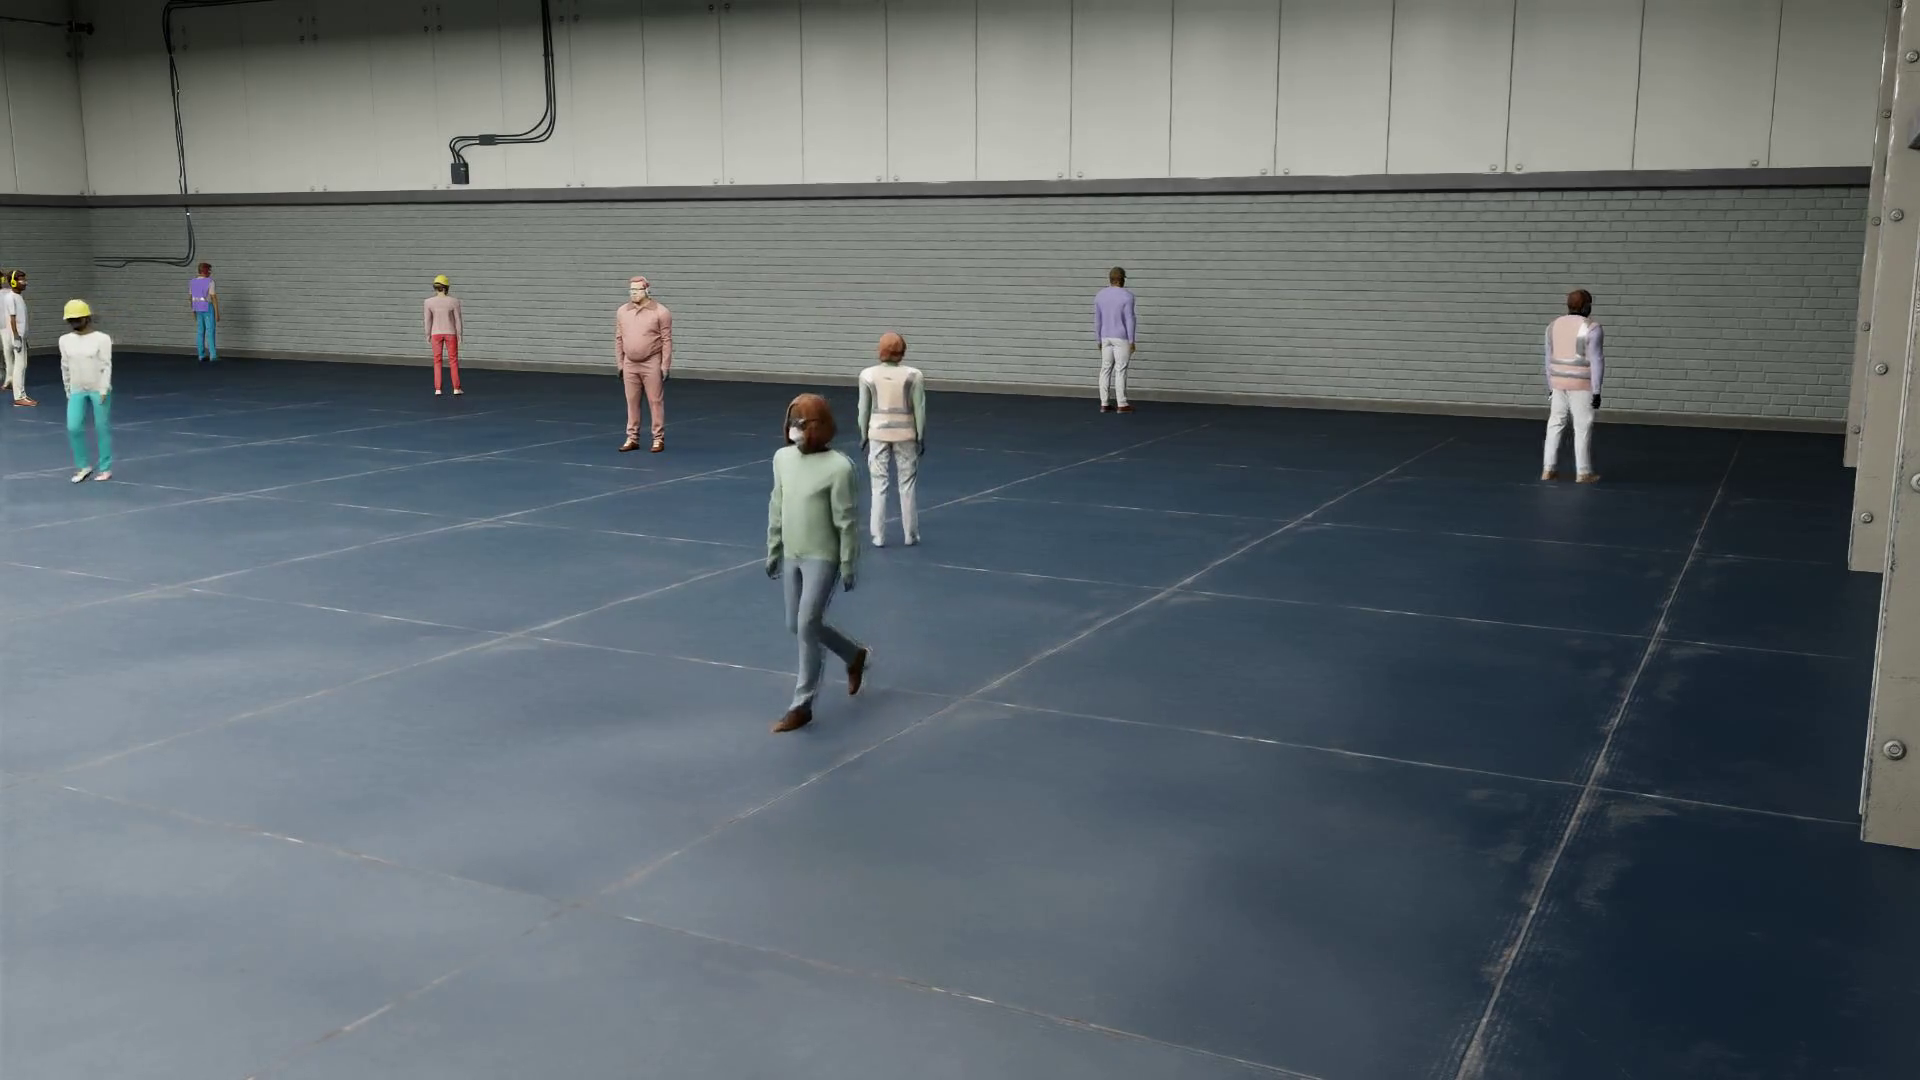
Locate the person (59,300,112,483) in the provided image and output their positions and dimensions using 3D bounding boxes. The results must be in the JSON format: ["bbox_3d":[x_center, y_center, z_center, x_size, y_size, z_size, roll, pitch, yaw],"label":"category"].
[{"bbox_3d":[-8.303,-1.404,15.826,0.523,1.744,0.539,-1,10,-4],"label":"person"}]

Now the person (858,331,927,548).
[{"bbox_3d":[-0.508,-0.754,12.559,0.521,1.637,0.311,1,10,5],"label":"person"}]

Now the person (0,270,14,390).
[{"bbox_3d":[-14.618,-3.199,25.294,0.570,1.852,0.545,-2,11,-10],"label":"person"}]

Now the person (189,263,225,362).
[{"bbox_3d":[-14.078,-4.240,31.018,0.570,1.835,0.397,4,11,18],"label":"person"}]

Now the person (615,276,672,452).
[{"bbox_3d":[-3.450,-1.902,18.078,0.643,1.910,0.399,3,11,15],"label":"person"}]

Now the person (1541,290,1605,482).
[{"bbox_3d":[5.880,-1.454,15.895,0.487,1.836,0.649,-7,12,-32],"label":"person"}]

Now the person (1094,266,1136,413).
[{"bbox_3d":[2.065,-2.650,22.071,0.627,1.940,0.371,9,14,41],"label":"person"}]

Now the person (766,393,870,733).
[{"bbox_3d":[-0.681,0.082,8.059,0.505,1.615,0.681,9,14,42],"label":"person"}]

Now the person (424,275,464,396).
[{"bbox_3d":[-7.601,-3.009,24.507,0.530,1.765,0.325,-2,11,-9],"label":"person"}]

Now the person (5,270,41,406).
[{"bbox_3d":[-12.998,-2.786,23.008,0.309,1.868,0.535,-4,11,-19],"label":"person"}]
